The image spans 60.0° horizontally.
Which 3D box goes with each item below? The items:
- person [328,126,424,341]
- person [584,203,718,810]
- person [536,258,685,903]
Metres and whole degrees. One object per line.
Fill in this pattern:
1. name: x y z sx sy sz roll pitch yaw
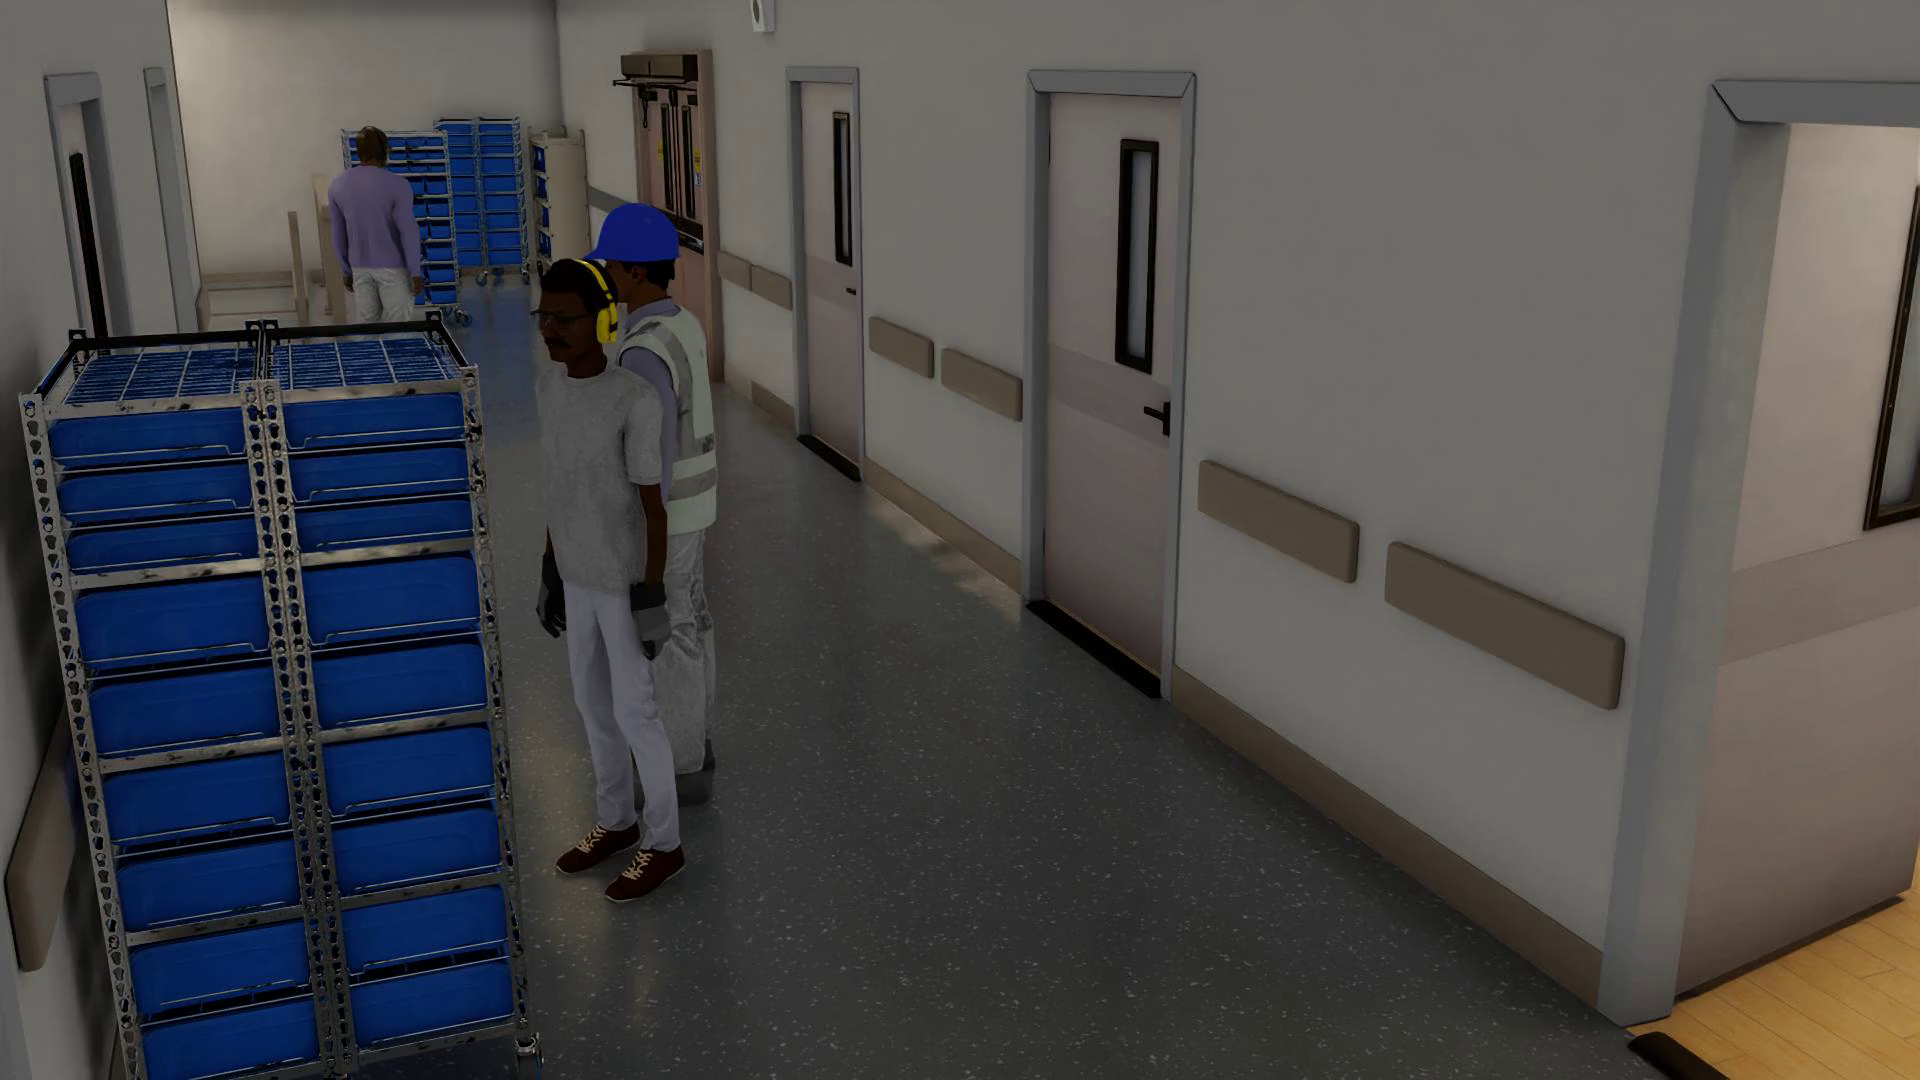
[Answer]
1. person: -3.995 -1.858 11.469 0.635 1.937 0.355 4 17 13
2. person: -0.966 -0.093 5.345 0.387 1.948 0.602 0 16 0
3. person: -1.016 0.124 4.758 0.504 1.862 0.330 14 21 40
